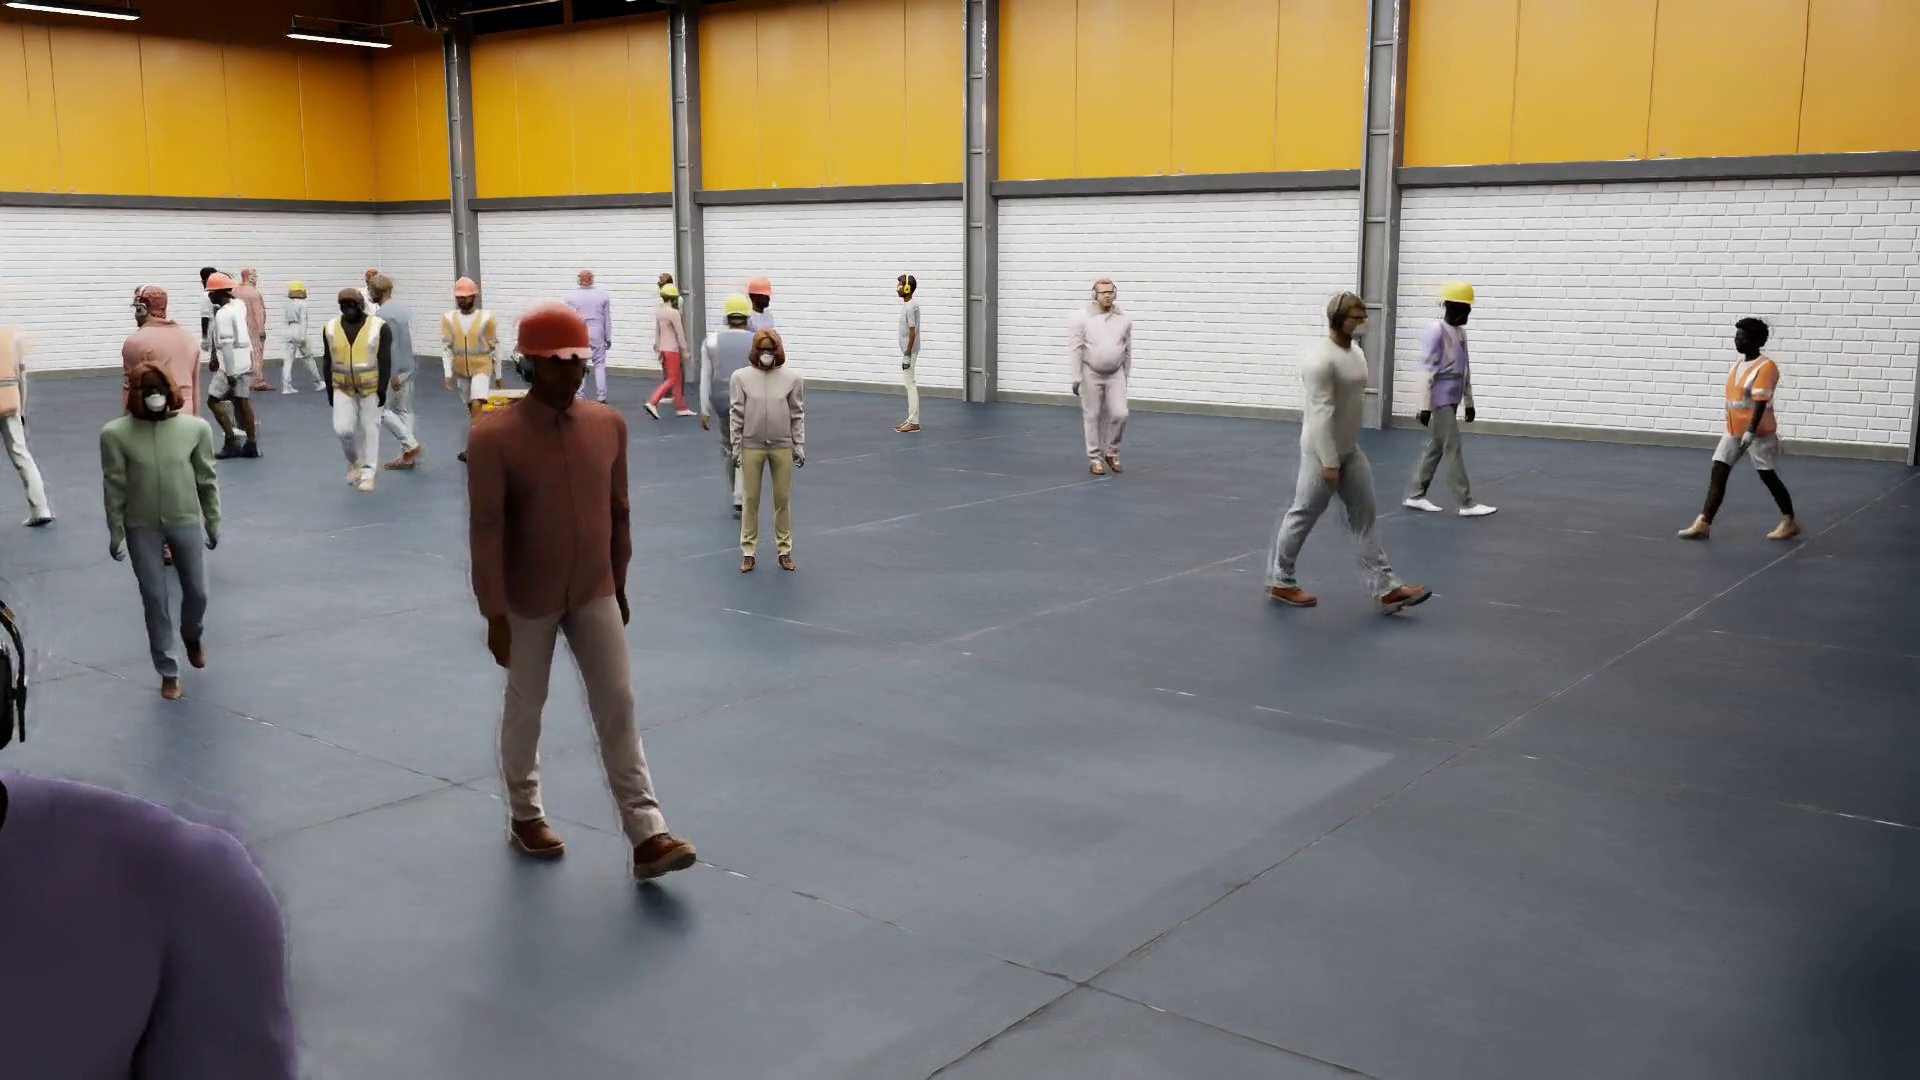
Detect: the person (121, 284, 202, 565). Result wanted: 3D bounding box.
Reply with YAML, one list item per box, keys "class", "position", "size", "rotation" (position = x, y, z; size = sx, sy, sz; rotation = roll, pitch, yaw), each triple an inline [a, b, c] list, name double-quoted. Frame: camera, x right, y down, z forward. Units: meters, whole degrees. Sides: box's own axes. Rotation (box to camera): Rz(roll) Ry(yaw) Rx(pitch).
- class: "person"
  position: [-5.466, -0.782, 11.356]
  size: [0.408, 1.908, 0.648]
  rotation: [2, 10, 12]

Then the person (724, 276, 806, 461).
- class: "person"
  position: [-2.047, -1.743, 17.020]
  size: [0.989, 1.891, 0.563]
  rotation: [4, 10, 20]

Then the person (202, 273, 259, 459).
- class: "person"
  position: [-7.550, -1.782, 17.148]
  size: [0.546, 1.919, 0.568]
  rotation: [0, 10, -1]

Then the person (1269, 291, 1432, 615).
- class: "person"
  position: [2.257, -0.493, 9.714]
  size: [1.019, 1.882, 0.658]
  rotation: [8, 13, 39]

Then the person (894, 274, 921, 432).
- class: "person"
  position: [-0.631, -2.225, 19.853]
  size: [0.328, 1.872, 0.513]
  rotation: [0, 10, -3]

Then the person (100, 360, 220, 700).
- class: "person"
  position: [-3.832, -0.062, 8.003]
  size: [0.505, 1.617, 0.473]
  rotation: [-6, 11, -30]

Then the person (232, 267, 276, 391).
- class: "person"
  position: [-10.969, -3.266, 25.811]
  size: [0.641, 1.909, 0.409]
  rotation: [7, 12, 35]

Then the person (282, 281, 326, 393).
- class: "person"
  position: [-10.083, -3.104, 25.449]
  size: [0.498, 1.696, 0.869]
  rotation: [4, 11, 24]

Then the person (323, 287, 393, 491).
- class: "person"
  position: [-5.369, -1.340, 14.856]
  size: [0.625, 1.823, 0.436]
  rotation: [-1, 10, -6]

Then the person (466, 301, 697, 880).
- class: "person"
  position: [-1.302, 0.190, 5.552]
  size: [0.659, 1.941, 1.003]
  rotation: [-8, 13, -40]

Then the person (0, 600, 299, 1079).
- class: "person"
  position: [-0.945, 0.903, 1.612]
  size: [0.650, 1.886, 1.015]
  rotation: [-4, 11, -24]

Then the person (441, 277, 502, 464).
- class: "person"
  position: [-4.959, -1.717, 16.889]
  size: [0.542, 1.876, 1.025]
  rotation: [0, 10, 3]

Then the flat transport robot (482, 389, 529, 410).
- class: "flat transport robot"
  position: [-6.193, -1.917, 22.709]
  size: [0.652, 0.197, 1.431]
  rotation: [-1, 10, -4]

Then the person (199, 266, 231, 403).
- class: "person"
  position: [-10.559, -2.918, 23.691]
  size: [0.479, 1.942, 0.617]
  rotation: [2, 10, 11]

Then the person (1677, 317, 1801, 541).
- class: "person"
  position: [5.811, -0.808, 12.222]
  size: [0.864, 1.655, 0.528]
  rotation: [-2, 10, -9]

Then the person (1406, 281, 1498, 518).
- class: "person"
  position: [4.002, -1.134, 13.433]
  size: [0.816, 1.887, 0.610]
  rotation: [7, 12, 36]

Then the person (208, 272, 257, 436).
- class: "person"
  position: [-8.471, -2.152, 19.342]
  size: [0.450, 1.902, 0.606]
  rotation: [0, 10, -3]

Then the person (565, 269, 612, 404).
- class: "person"
  position: [-5.219, -2.845, 23.389]
  size: [0.647, 1.901, 0.402]
  rotation: [-3, 10, -14]

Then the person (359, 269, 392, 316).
- class: "person"
  position: [-9.069, -3.254, 25.806]
  size: [0.576, 1.883, 0.354]
  rotation: [-6, 12, -33]

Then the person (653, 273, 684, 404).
- class: "person"
  position: [-4.128, -2.848, 23.553]
  size: [0.344, 1.847, 0.506]
  rotation: [7, 12, 36]

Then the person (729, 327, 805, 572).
- class: "person"
  position: [-1.281, -0.601, 11.087]
  size: [0.499, 1.633, 0.282]
  rotation: [-2, 10, -11]

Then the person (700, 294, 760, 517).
- class: "person"
  position: [-1.788, -1.102, 13.567]
  size: [0.612, 1.782, 0.954]
  rotation: [0, 10, 3]

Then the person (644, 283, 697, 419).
- class: "person"
  position: [-3.754, -2.432, 21.427]
  size: [0.787, 1.739, 0.533]
  rotation: [-7, 12, -34]

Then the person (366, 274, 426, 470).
- class: "person"
  position: [-5.525, -1.622, 16.187]
  size: [0.423, 1.919, 0.649]
  rotation: [-1, 10, -5]

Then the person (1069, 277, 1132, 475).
- class: "person"
  position: [1.356, -1.558, 15.913]
  size: [0.646, 1.891, 0.446]
  rotation: [-2, 10, -10]

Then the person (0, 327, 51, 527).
- class: "person"
  position: [-7.470, -1.026, 12.867]
  size: [0.992, 1.883, 0.601]
  rotation: [5, 11, 26]
